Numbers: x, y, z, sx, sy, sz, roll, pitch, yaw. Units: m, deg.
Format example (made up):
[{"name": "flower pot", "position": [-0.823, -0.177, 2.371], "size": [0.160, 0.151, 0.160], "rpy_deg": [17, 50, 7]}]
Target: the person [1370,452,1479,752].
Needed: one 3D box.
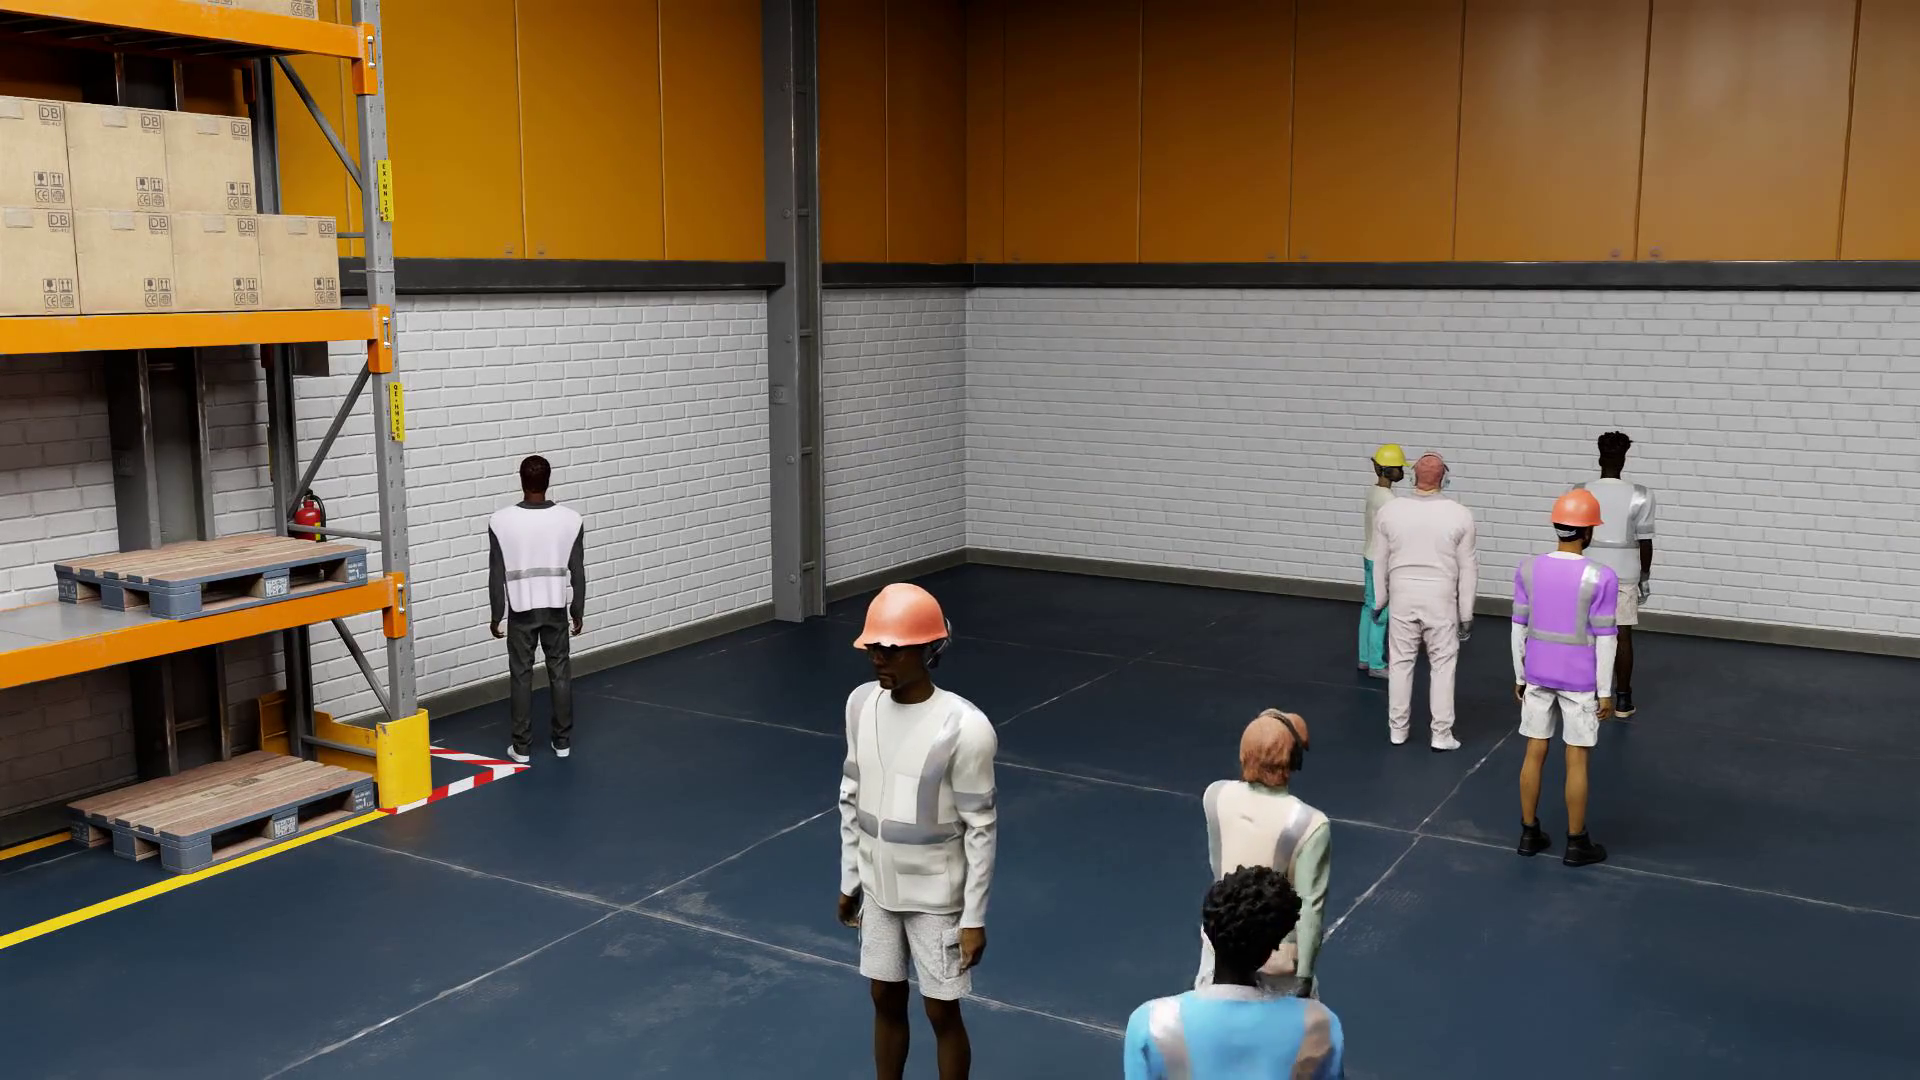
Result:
[{"name": "person", "position": [2.946, 0.395, 10.597], "size": [0.700, 1.909, 0.403], "rpy_deg": [5, 10, 27]}]

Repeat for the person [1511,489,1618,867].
[{"name": "person", "position": [3.112, 0.701, 8.564], "size": [0.377, 1.938, 0.547], "rpy_deg": [-9, 13, -43]}]

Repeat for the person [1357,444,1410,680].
[{"name": "person", "position": [3.188, 0.159, 12.484], "size": [0.311, 1.768, 0.533], "rpy_deg": [0, 9, -3]}]

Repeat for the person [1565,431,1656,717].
[{"name": "person", "position": [4.423, 0.233, 11.396], "size": [0.607, 1.966, 0.373], "rpy_deg": [4, 10, 22]}]

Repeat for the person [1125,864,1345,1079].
[{"name": "person", "position": [0.630, 1.592, 3.834], "size": [0.548, 1.657, 0.564], "rpy_deg": [0, 9, 2]}]

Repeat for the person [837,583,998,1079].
[{"name": "person", "position": [-0.168, 1.146, 5.460], "size": [0.607, 2.045, 0.390], "rpy_deg": [7, 12, 38]}]

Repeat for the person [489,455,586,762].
[{"name": "person", "position": [-2.621, 0.430, 10.361], "size": [0.592, 1.913, 0.396], "rpy_deg": [-4, 10, -25]}]

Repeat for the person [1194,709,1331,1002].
[{"name": "person", "position": [1.012, 1.354, 5.551], "size": [0.514, 1.593, 0.898], "rpy_deg": [8, 12, 40]}]
